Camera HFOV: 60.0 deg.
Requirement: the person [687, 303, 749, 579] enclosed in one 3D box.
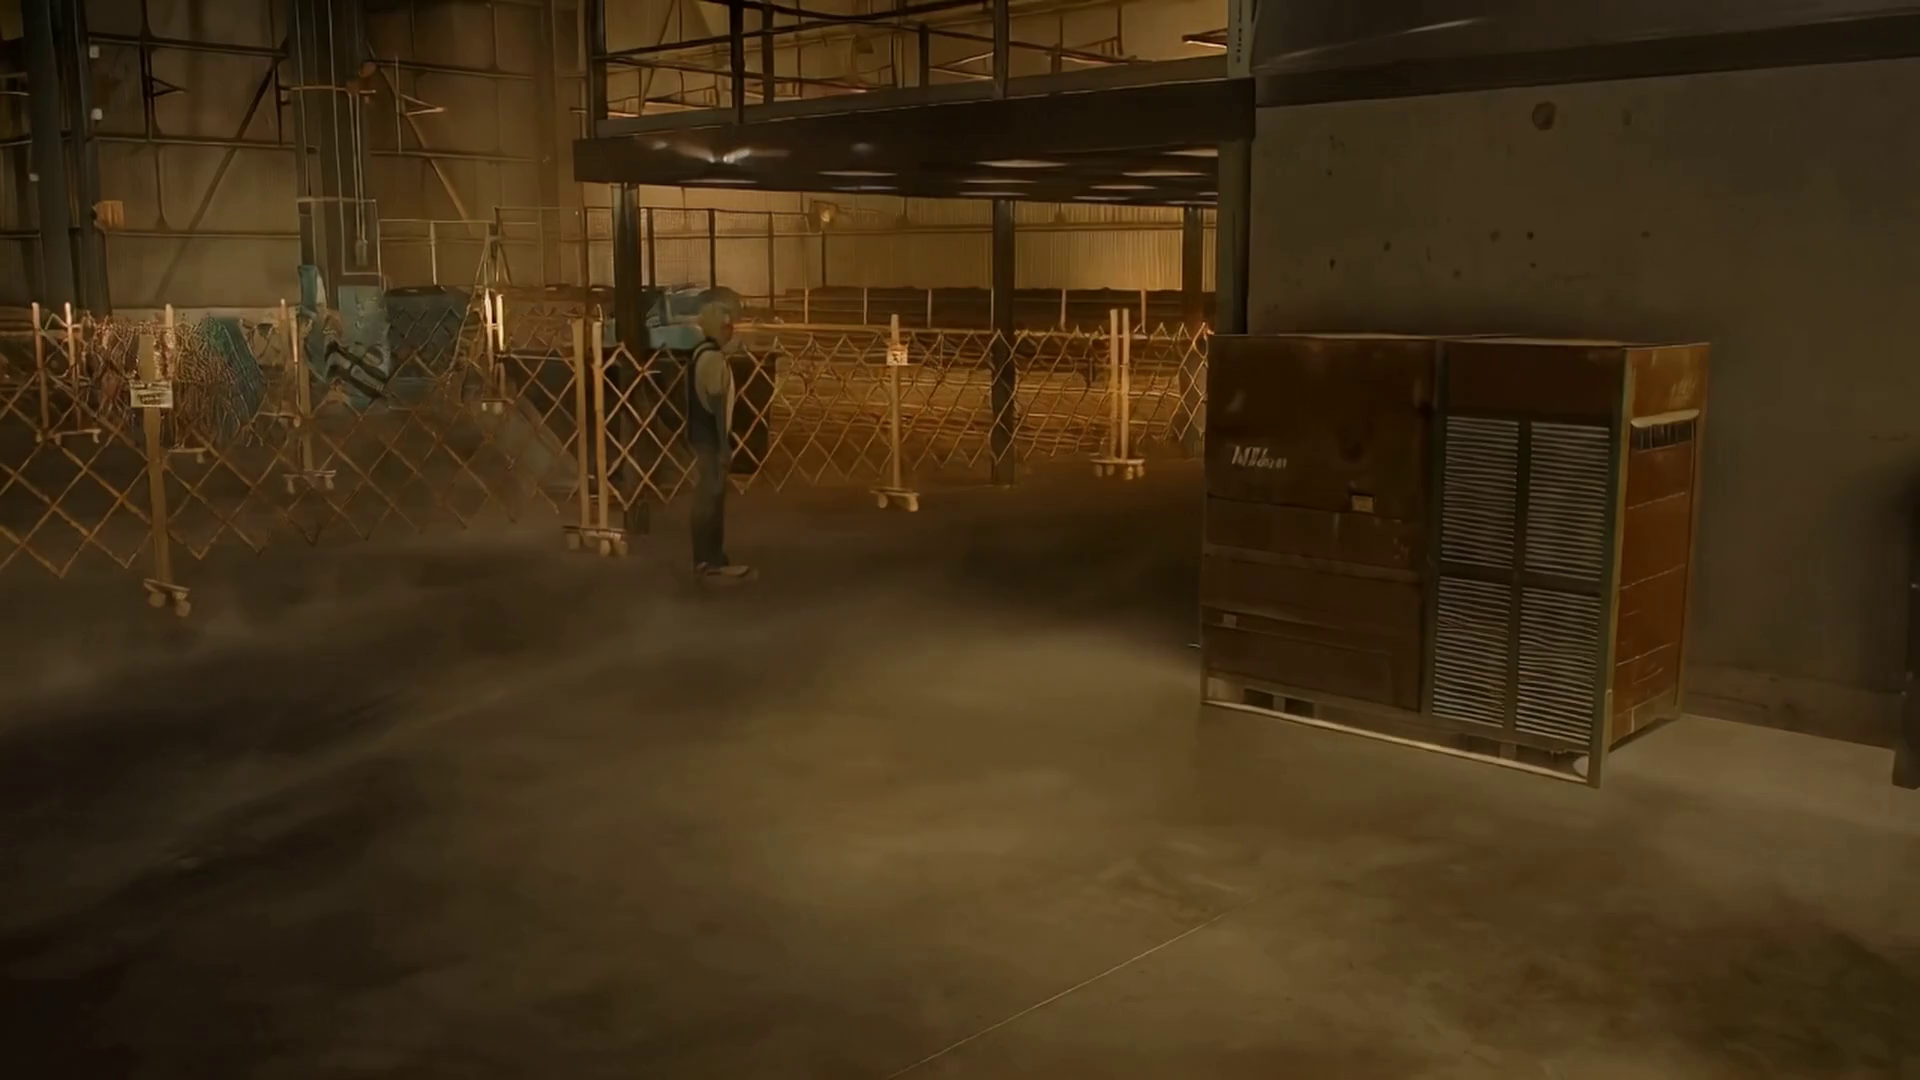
[{"bbox_3d":[-1.655,-0.664,11.184,0.345,1.845,0.505,-4,10,-25],"label":"person"}]
